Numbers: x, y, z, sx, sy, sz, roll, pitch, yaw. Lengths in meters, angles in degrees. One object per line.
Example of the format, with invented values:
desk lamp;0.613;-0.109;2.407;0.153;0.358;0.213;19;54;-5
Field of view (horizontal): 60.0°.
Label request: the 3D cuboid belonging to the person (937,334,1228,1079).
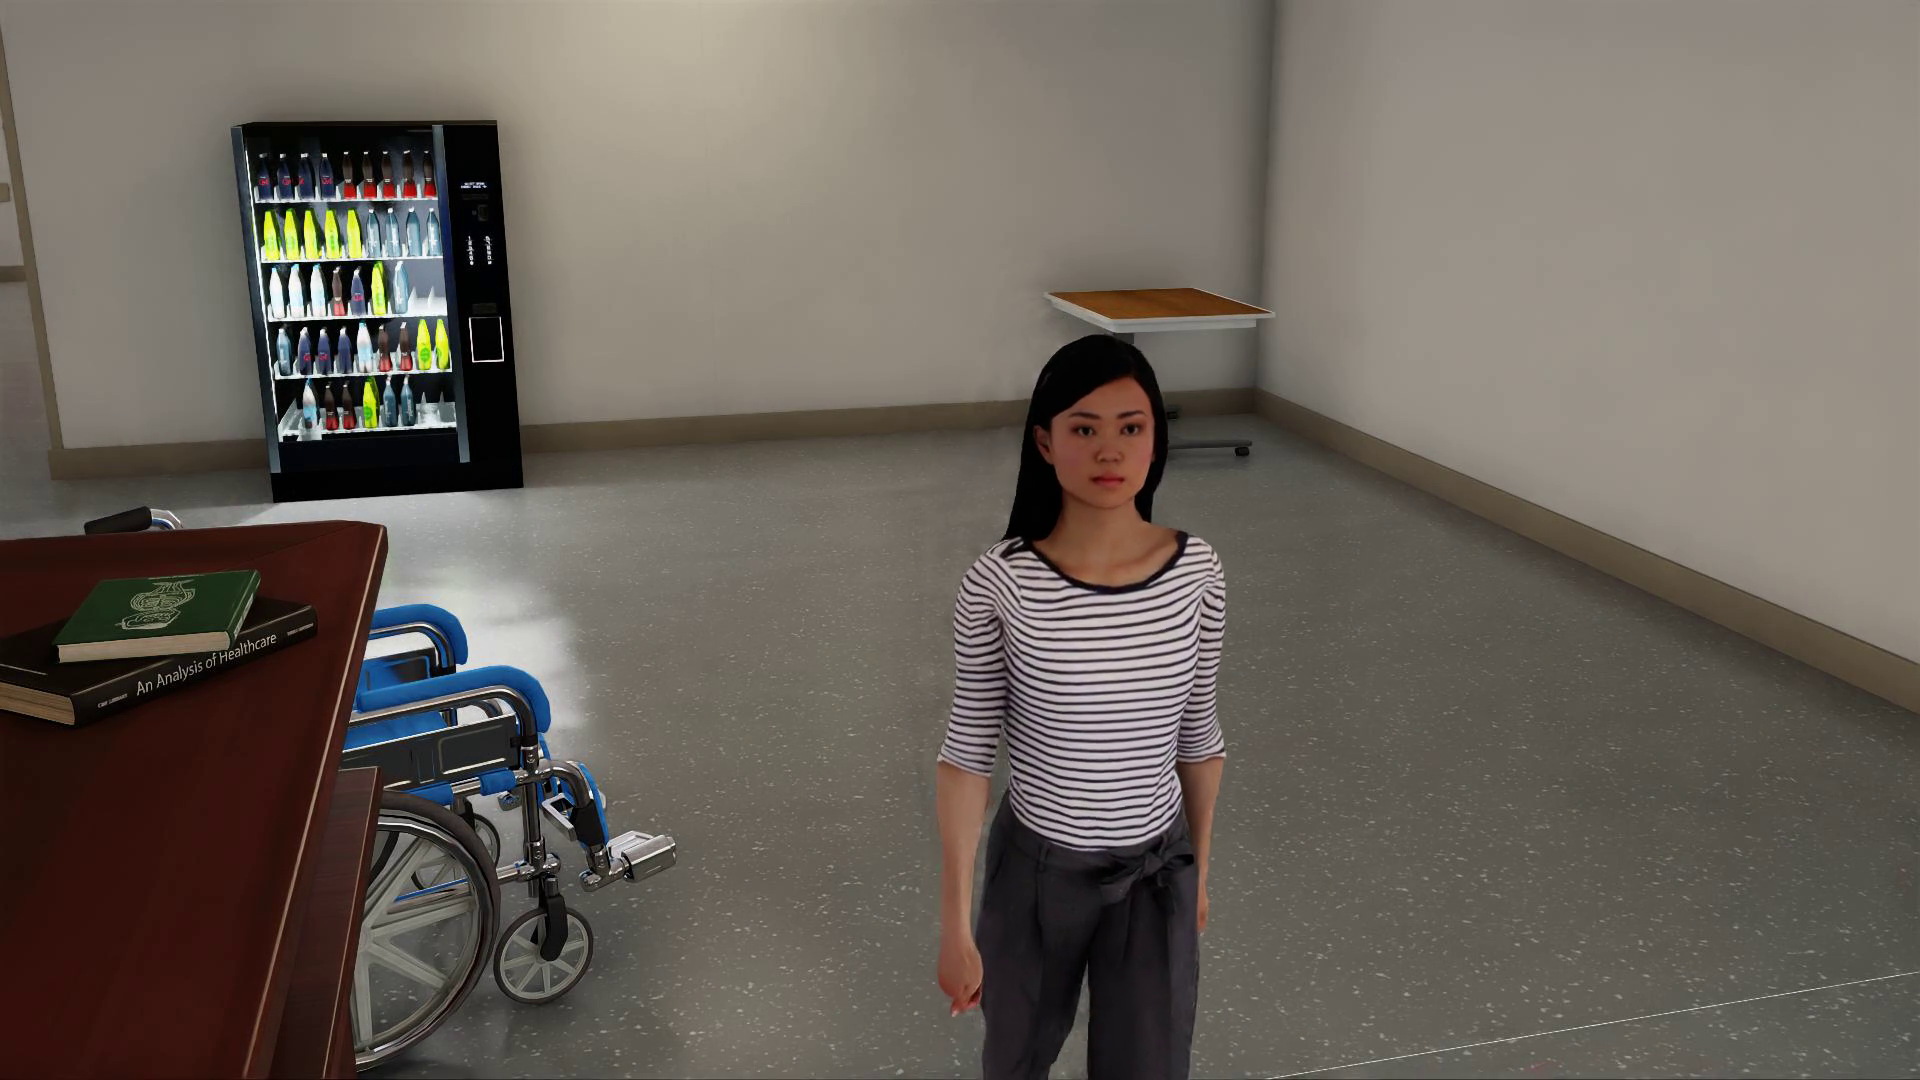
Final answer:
person;0.175;0.531;2.670;1.118;1.688;0.774;-2;16;-6
